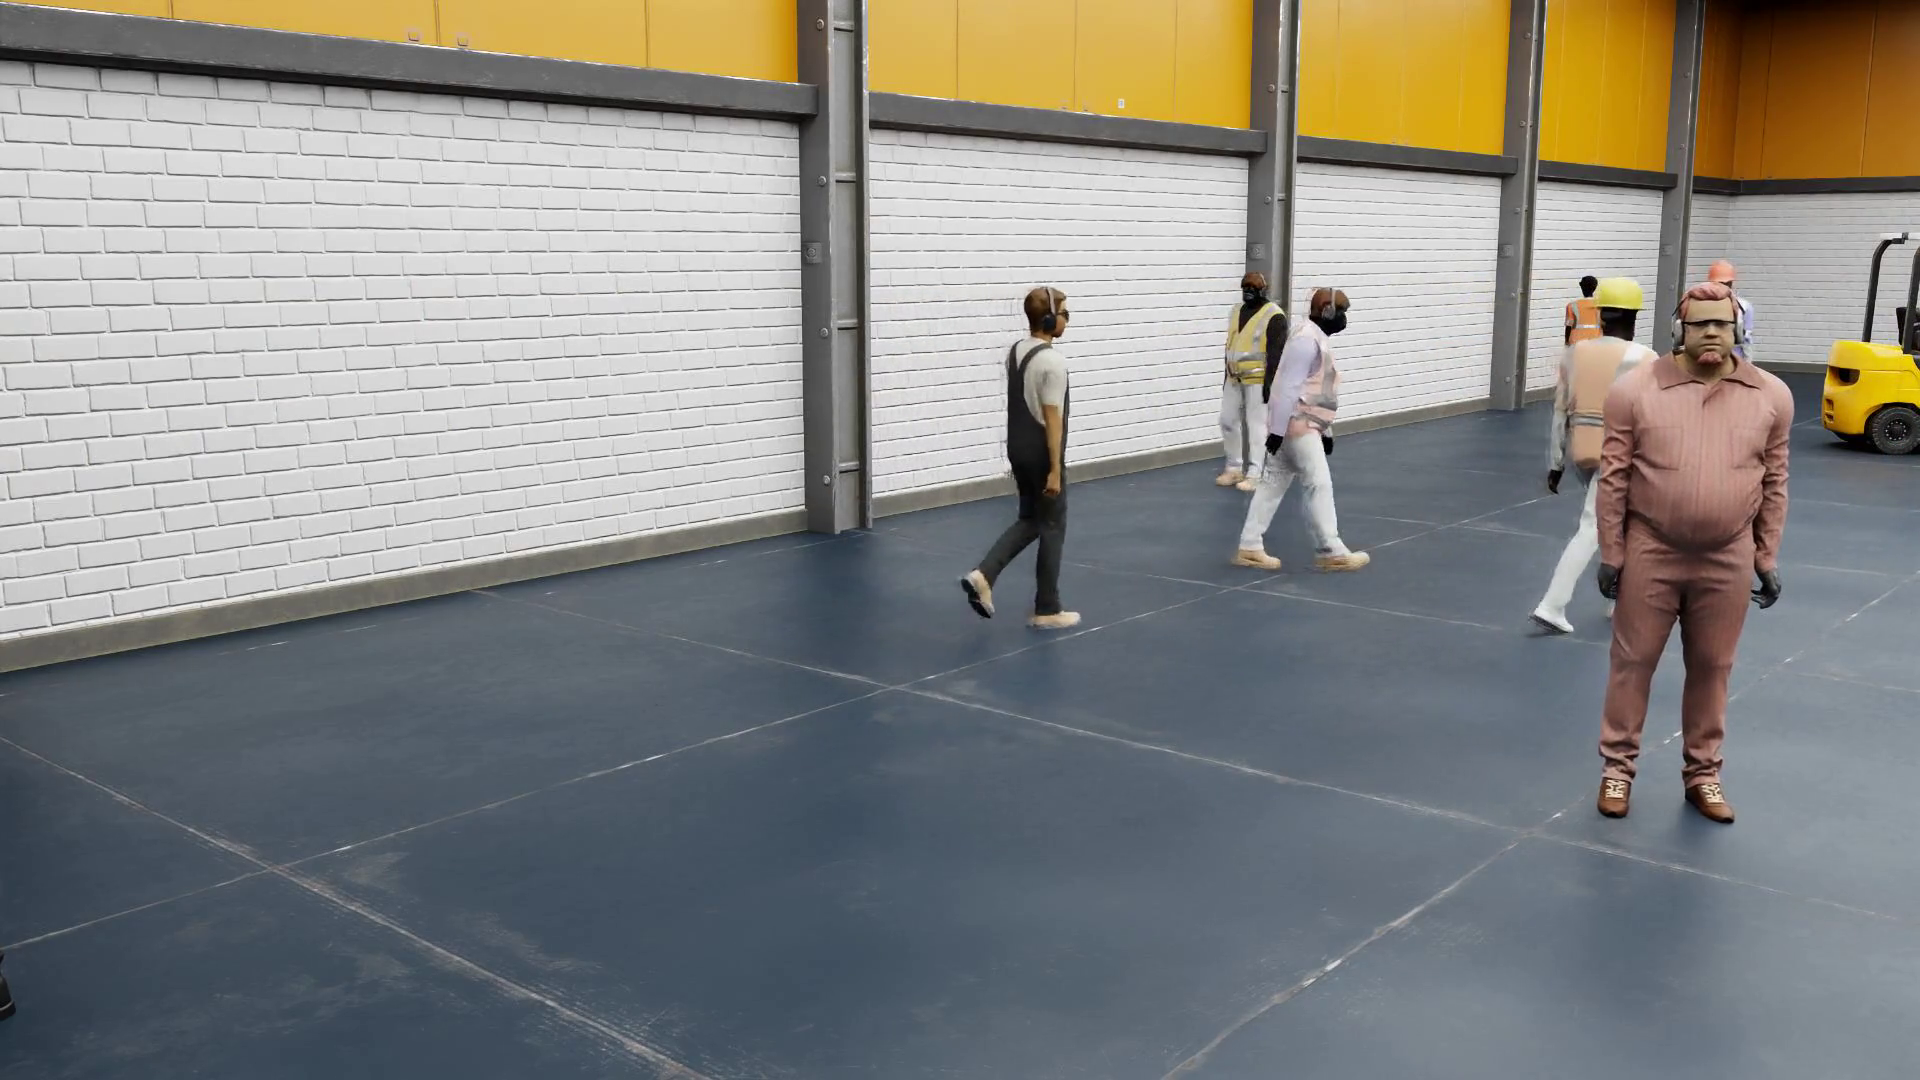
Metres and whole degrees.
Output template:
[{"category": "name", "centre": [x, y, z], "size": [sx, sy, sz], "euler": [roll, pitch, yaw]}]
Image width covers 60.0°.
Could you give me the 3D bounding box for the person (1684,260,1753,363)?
[{"category": "person", "centre": [6.787, -1.544, 14.924], "size": [0.576, 1.922, 0.540], "euler": [3, 11, 19]}]

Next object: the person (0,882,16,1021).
[{"category": "person", "centre": [-2.704, 0.326, 4.229], "size": [0.545, 1.942, 0.350], "euler": [6, 12, 32]}]

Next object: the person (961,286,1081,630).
[{"category": "person", "centre": [0.349, -0.413, 8.740], "size": [0.590, 1.834, 0.518], "euler": [-6, 12, -31]}]

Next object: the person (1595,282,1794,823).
[{"category": "person", "centre": [2.581, 0.053, 5.882], "size": [0.643, 1.910, 0.400], "euler": [2, 10, 11]}]

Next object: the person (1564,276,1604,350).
[{"category": "person", "centre": [7.731, -2.412, 20.547], "size": [0.534, 1.695, 0.318], "euler": [3, 10, 15]}]

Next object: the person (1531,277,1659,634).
[{"category": "person", "centre": [3.412, -0.448, 8.825], "size": [1.009, 1.882, 0.599], "euler": [-5, 11, -27]}]

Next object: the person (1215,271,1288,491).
[{"category": "person", "centre": [2.453, -1.336, 13.999], "size": [0.437, 1.831, 0.675], "euler": [-7, 12, -34]}]

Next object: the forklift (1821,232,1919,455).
[{"category": "forklift", "centre": [9.955, -1.972, 16.595], "size": [2.313, 2.155, 1.214], "euler": [1, 10, 8]}]

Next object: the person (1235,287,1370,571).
[{"category": "person", "centre": [2.189, -0.684, 10.458], "size": [0.928, 1.773, 0.637], "euler": [2, 10, 10]}]
